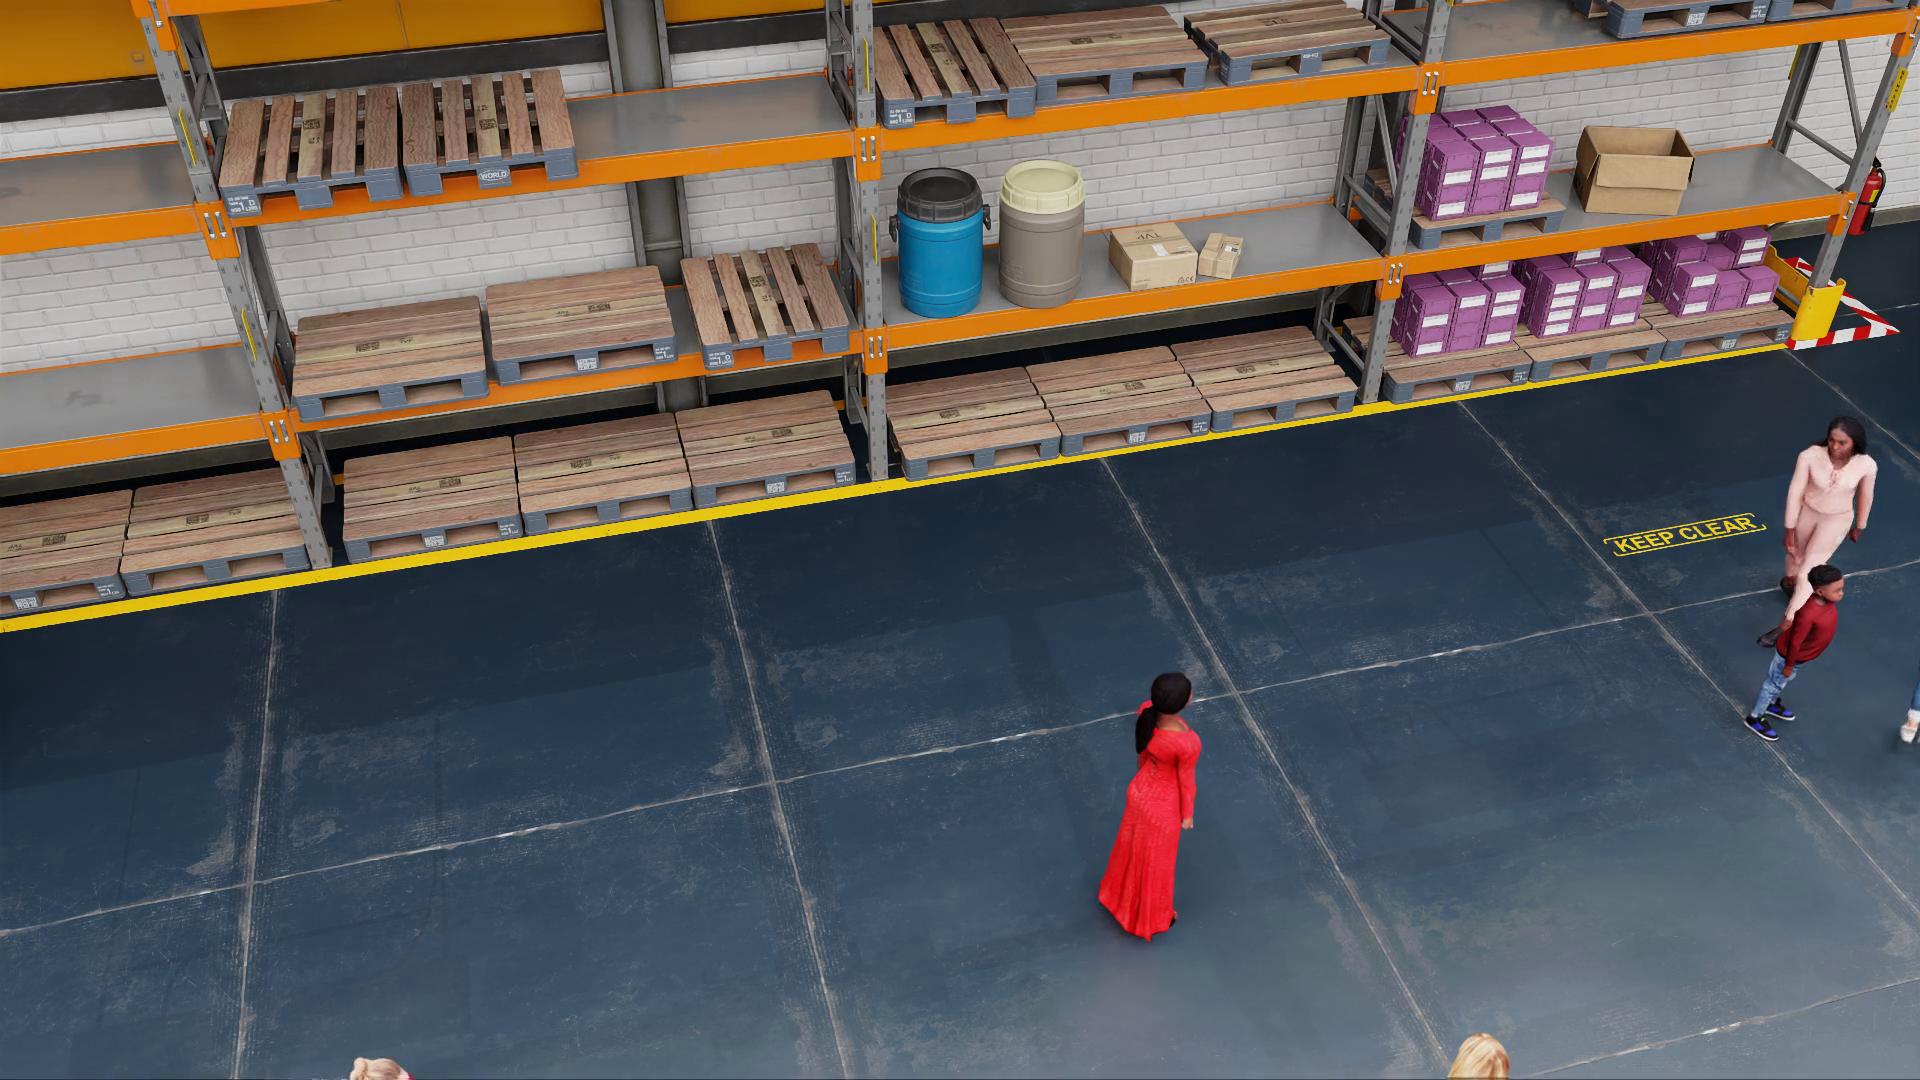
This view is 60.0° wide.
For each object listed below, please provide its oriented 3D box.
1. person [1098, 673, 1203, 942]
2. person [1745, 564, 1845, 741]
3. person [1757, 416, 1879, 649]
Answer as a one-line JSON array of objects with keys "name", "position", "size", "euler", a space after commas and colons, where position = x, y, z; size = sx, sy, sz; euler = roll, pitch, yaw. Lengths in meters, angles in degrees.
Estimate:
[{"name": "person", "position": [1.021, 1.378, 8.729], "size": [0.725, 1.784, 0.721], "euler": [-20, 43, -23]}, {"name": "person", "position": [5.056, 0.646, 10.063], "size": [0.636, 1.254, 0.552], "euler": [30, 48, 32]}, {"name": "person", "position": [5.536, -0.124, 10.689], "size": [1.035, 1.677, 1.127], "euler": [17, 42, 20]}]
